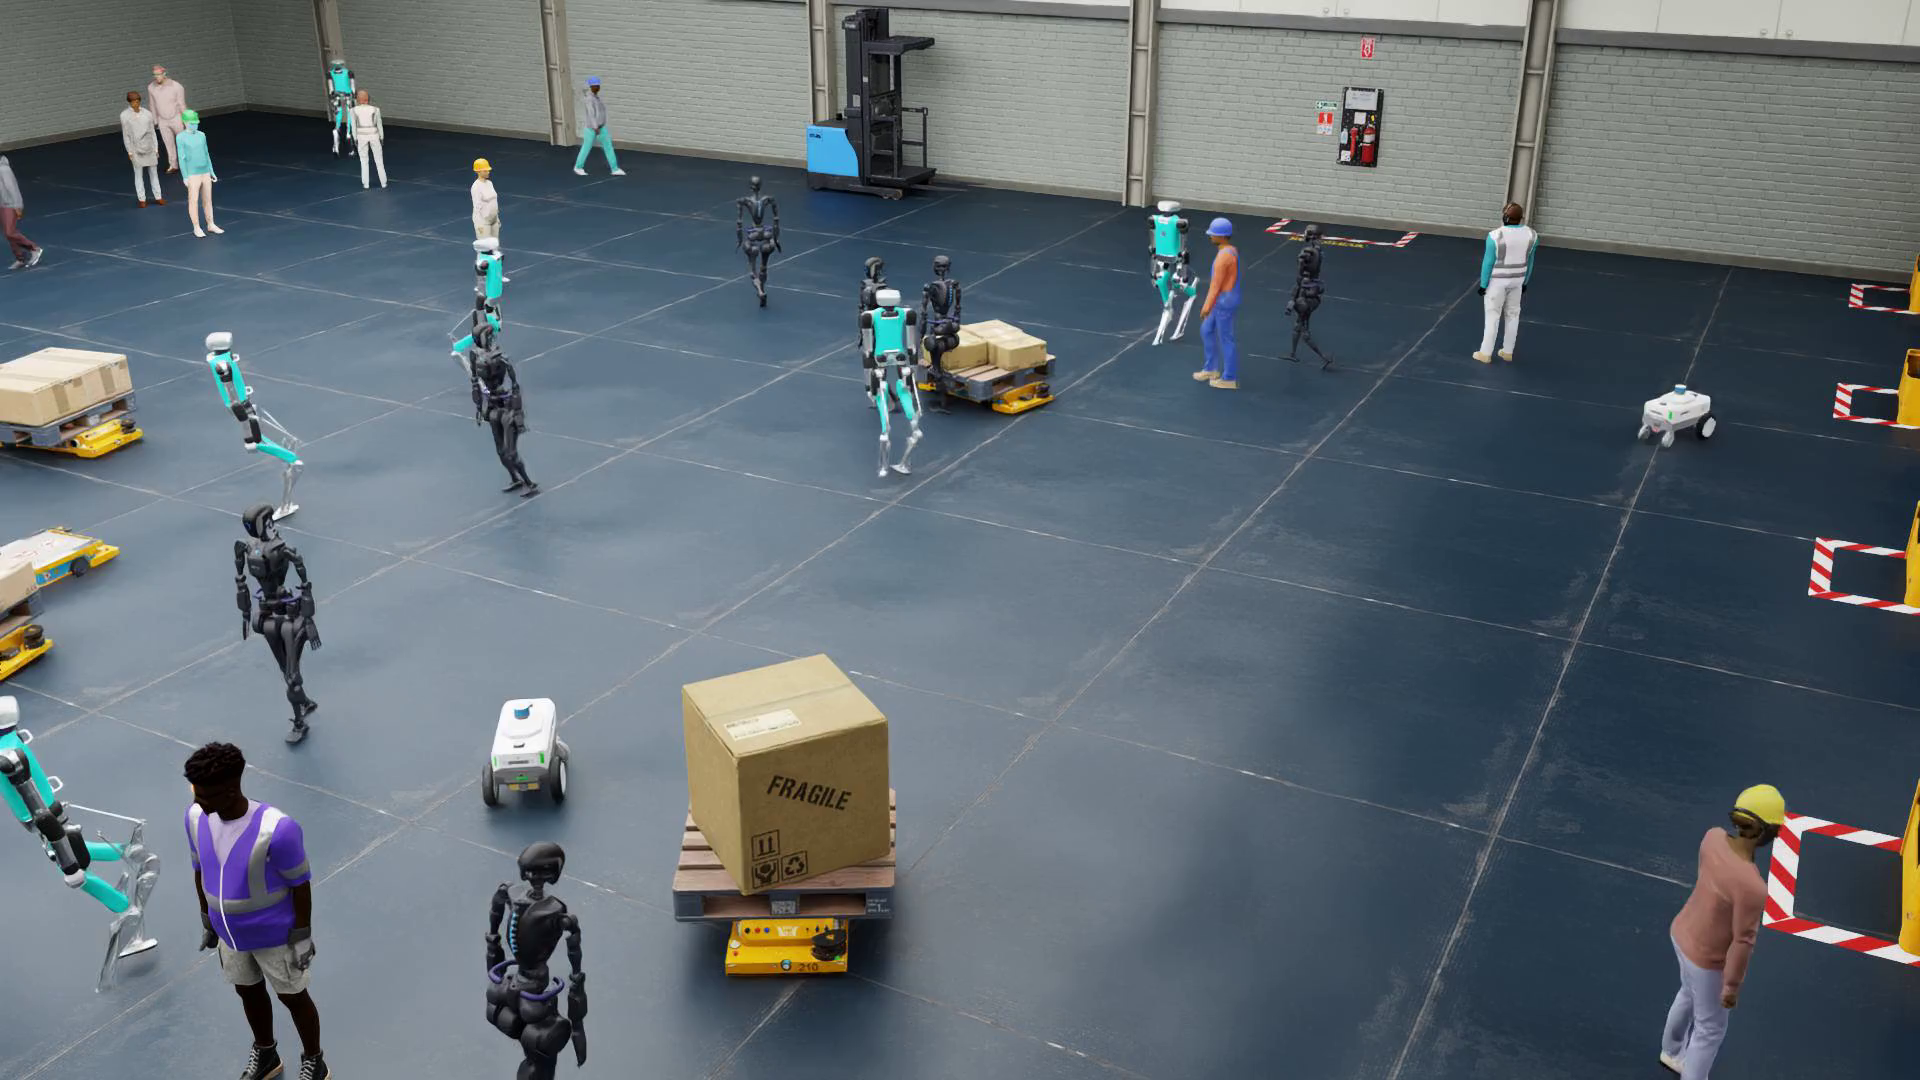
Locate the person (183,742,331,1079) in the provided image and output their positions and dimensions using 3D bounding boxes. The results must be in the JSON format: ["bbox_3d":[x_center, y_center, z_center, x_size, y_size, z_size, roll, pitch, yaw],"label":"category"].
[{"bbox_3d":[-3.314,1.808,7.808,0.614,1.961,0.361,7,24,15],"label":"person"}]

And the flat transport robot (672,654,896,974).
[{"bbox_3d":[-0.971,1.978,9.558,0.659,0.231,1.431,-1,23,-2],"label":"flat transport robot"}]

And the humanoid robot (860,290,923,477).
[{"bbox_3d":[-0.615,-1.420,15.571,0.536,1.760,0.703,-5,24,-12],"label":"humanoid robot"}]

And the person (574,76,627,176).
[{"bbox_3d":[-6.424,-7.266,29.226,0.925,1.726,0.528,7,24,17],"label":"person"}]

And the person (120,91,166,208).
[{"bbox_3d":[-13.224,-6.317,26.896,0.501,1.830,0.366,-17,28,-34],"label":"person"}]

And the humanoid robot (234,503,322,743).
[{"bbox_3d":[-4.595,0.524,11.168,0.613,1.639,0.567,6,24,14],"label":"humanoid robot"}]

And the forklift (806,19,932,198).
[{"bbox_3d":[-1.573,-7.292,27.850,1.873,2.768,1.129,12,26,25],"label":"forklift"}]

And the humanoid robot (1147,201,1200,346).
[{"bbox_3d":[2.563,-3.136,19.643,0.542,1.801,0.827,18,29,36],"label":"humanoid robot"}]

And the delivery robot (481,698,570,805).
[{"bbox_3d":[-2.782,1.342,10.684,0.522,0.602,0.773,-3,23,-7],"label":"delivery robot"}]

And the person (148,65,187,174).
[{"bbox_3d":[-13.958,-7.411,29.371,0.658,1.894,0.408,1,23,1],"label":"person"}]

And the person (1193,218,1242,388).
[{"bbox_3d":[2.783,-2.572,18.100,0.654,1.885,0.505,6,24,13],"label":"person"}]

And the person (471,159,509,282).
[{"bbox_3d":[-6.323,-4.241,22.226,0.312,1.697,0.476,6,24,14],"label":"person"}]

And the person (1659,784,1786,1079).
[{"bbox_3d":[3.562,1.931,7.807,0.408,1.733,0.550,1,23,2],"label":"person"}]

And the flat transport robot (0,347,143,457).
[{"bbox_3d":[-9.037,-1.075,16.665,1.431,0.231,0.659,7,24,15],"label":"flat transport robot"}]

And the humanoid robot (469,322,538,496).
[{"bbox_3d":[-4.186,-1.207,15.196,0.607,1.632,0.409,12,26,27],"label":"humanoid robot"}]

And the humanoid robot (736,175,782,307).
[{"bbox_3d":[-2.570,-3.852,21.389,0.609,1.638,0.677,-9,25,-20],"label":"humanoid robot"}]

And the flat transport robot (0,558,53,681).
[{"bbox_3d":[-7.577,0.826,12.241,1.431,0.231,0.659,4,24,9],"label":"flat transport robot"}]

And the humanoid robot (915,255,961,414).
[{"bbox_3d":[-0.211,-2.149,17.385,0.600,1.649,0.393,-21,31,-40],"label":"humanoid robot"}]

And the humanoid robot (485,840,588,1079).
[{"bbox_3d":[-1.947,2.098,7.509,0.607,1.636,0.414,13,27,28],"label":"humanoid robot"}]

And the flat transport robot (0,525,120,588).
[{"bbox_3d":[-7.680,0.260,13.557,0.659,0.231,1.431,9,25,20],"label":"flat transport robot"}]

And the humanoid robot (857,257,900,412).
[{"bbox_3d":[-0.844,-2.157,17.397,0.371,1.645,0.583,-20,30,-38],"label":"humanoid robot"}]

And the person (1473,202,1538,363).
[{"bbox_3d":[6.223,-2.942,19.020,0.632,1.841,0.429,-5,24,-12],"label":"person"}]

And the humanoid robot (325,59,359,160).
[{"bbox_3d":[-11.496,-7.930,30.813,0.552,1.803,0.903,0,23,0],"label":"humanoid robot"}]

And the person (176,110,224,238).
[{"bbox_3d":[-11.430,-5.503,24.949,0.362,1.868,0.518,14,27,30],"label":"person"}]

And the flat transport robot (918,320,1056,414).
[{"bbox_3d":[0.263,-1.666,18.040,1.431,0.231,0.659,20,30,39],"label":"flat transport robot"}]

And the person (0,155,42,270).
[{"bbox_3d":[-13.175,-4.622,22.990,0.579,1.791,0.455,16,28,33],"label":"person"}]

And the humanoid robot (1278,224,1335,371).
[{"bbox_3d":[3.989,-2.755,18.857,0.733,1.654,0.589,16,28,32],"label":"humanoid robot"}]

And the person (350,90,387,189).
[{"bbox_3d":[-10.060,-6.807,28.286,0.509,1.629,0.314,-7,24,-17],"label":"person"}]

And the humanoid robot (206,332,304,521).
[{"bbox_3d":[-6.085,-0.982,14.614,0.766,1.794,0.578,-10,25,-23],"label":"humanoid robot"}]

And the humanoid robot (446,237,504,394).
[{"bbox_3d":[-5.196,-2.304,17.794,0.736,1.878,0.536,3,23,8],"label":"humanoid robot"}]

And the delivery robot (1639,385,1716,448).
[{"bbox_3d":[7.226,-1.271,16.758,0.782,0.594,0.499,-15,28,-31],"label":"delivery robot"}]

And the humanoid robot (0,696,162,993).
[{"bbox_3d":[-4.540,1.568,8.730,0.848,1.811,0.552,-19,30,-37],"label":"humanoid robot"}]
